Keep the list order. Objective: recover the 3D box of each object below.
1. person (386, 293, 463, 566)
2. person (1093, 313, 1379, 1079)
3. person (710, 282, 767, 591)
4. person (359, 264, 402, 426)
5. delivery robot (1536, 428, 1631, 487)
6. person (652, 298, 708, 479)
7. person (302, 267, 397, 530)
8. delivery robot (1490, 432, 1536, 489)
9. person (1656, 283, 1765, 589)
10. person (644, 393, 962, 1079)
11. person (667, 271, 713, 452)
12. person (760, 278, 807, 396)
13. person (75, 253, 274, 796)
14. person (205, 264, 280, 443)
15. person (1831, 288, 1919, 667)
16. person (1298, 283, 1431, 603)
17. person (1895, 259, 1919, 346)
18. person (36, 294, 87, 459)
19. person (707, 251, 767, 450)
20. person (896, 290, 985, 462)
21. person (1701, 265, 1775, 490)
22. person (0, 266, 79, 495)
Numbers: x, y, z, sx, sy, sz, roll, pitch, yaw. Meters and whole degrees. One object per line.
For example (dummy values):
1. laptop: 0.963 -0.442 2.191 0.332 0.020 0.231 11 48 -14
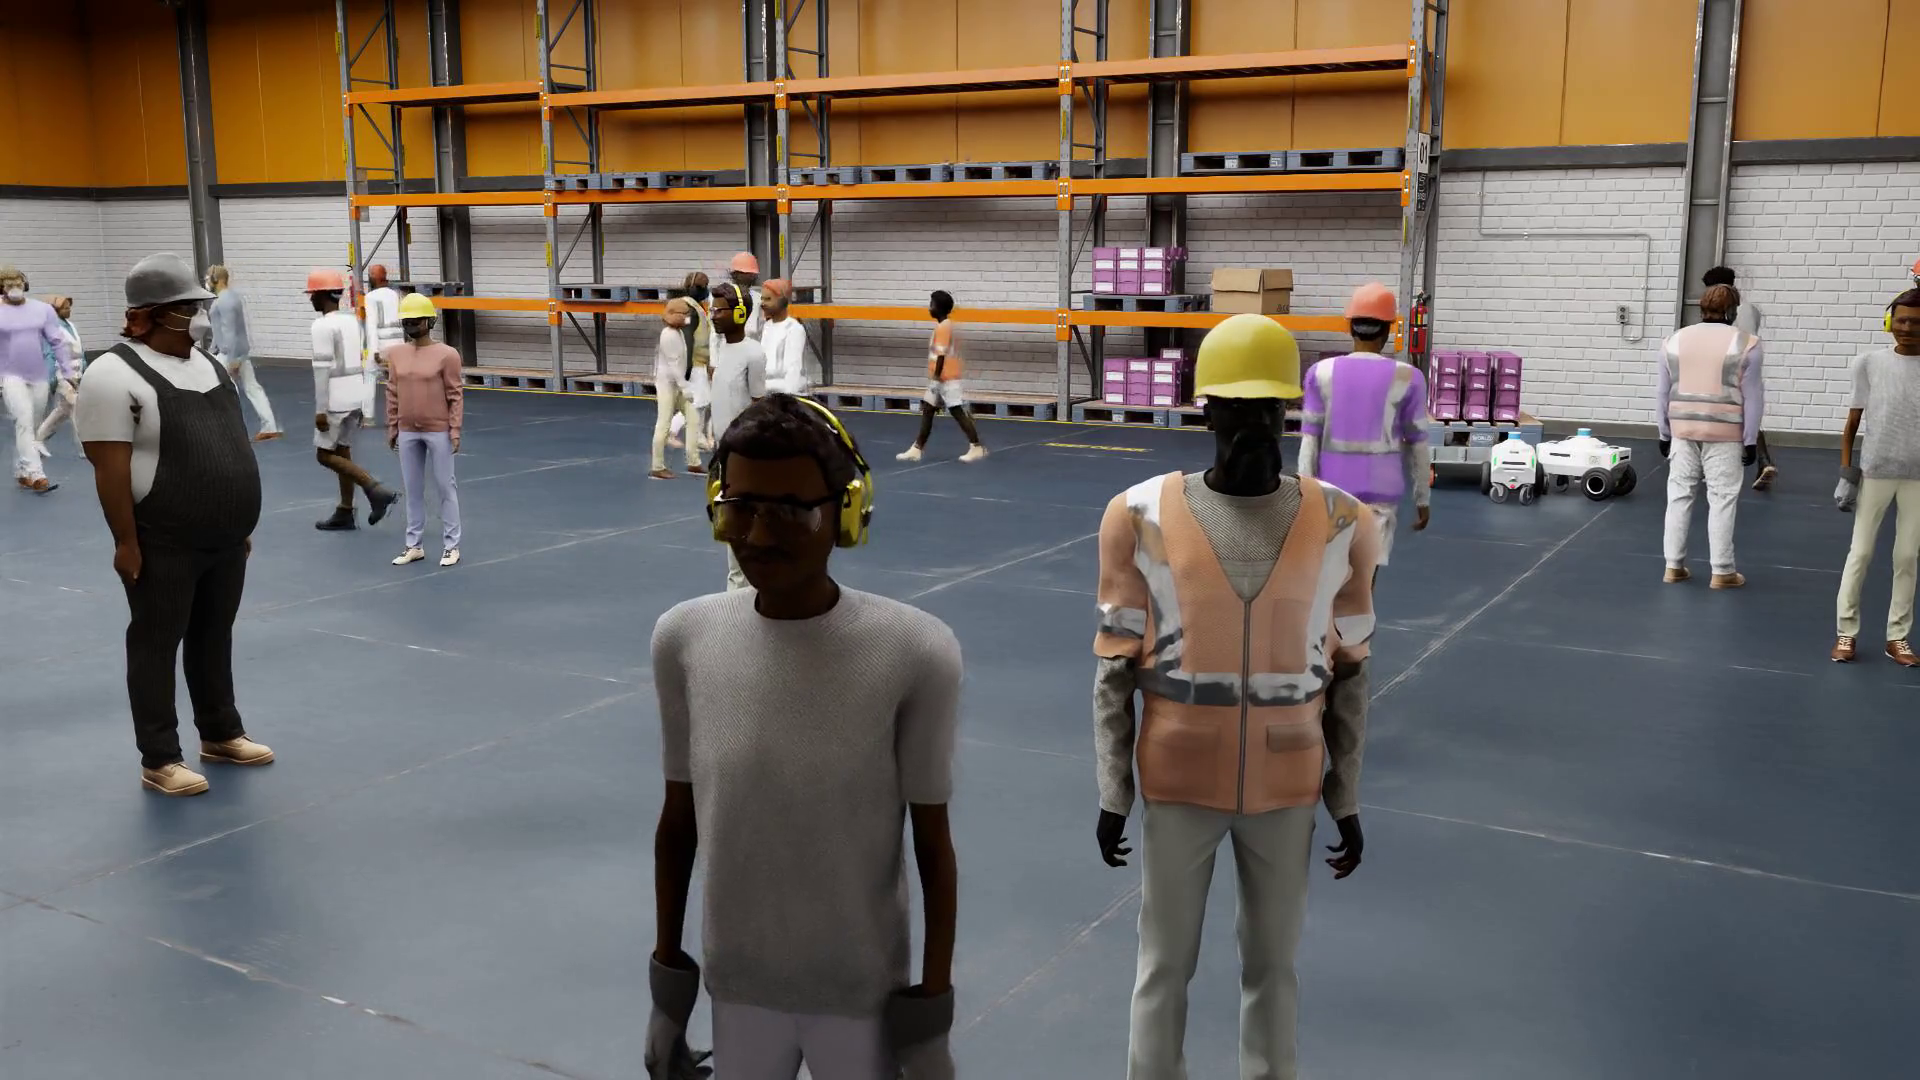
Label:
1. person: -3.469 -0.706 10.772 0.522 1.768 0.312 2 10 10
2. person: 0.571 0.497 3.495 0.587 1.930 0.357 0 10 0
3. person: -1.238 -0.470 9.142 0.329 1.872 0.508 -7 12 -34
4. person: -6.681 -2.222 19.099 0.855 1.849 0.574 5 11 27
5. delivery robot: 5.166 -0.683 13.800 0.707 0.478 0.477 10 14 43
6. person: -2.464 -1.323 14.707 0.663 1.607 0.509 1 10 8
7. person: -4.411 -0.999 11.982 0.589 1.921 0.554 1 10 8
8. delivery robot: 4.510 -0.639 13.554 0.477 0.478 0.707 3 11 17
9. person: 4.559 -0.630 10.127 0.430 1.843 0.625 -9 14 -43
10. person: -0.247 0.698 2.553 0.508 1.863 0.332 3 10 15
11. person: -2.679 -1.762 16.612 0.504 1.825 0.641 -1 10 -6
12. person: -1.348 -1.001 12.258 1.002 1.827 0.605 -7 12 -34
13. person: -2.947 -0.068 6.377 0.538 2.000 0.687 3 10 16
14. person: -7.685 -1.920 17.336 1.079 1.866 0.634 -3 10 -14
15. person: 4.620 -0.302 8.206 0.528 1.865 0.313 3 11 18
16. person: 1.903 -0.238 7.770 0.575 1.885 0.980 4 11 23
17. person: 8.287 -1.460 14.388 0.386 1.992 0.625 5 11 27
18. person: -8.746 -1.585 16.183 0.779 1.610 0.512 -1 10 -5
19. person: -2.153 -1.748 15.956 0.642 2.019 0.681 -7 12 -33
20. person: -0.156 -1.555 15.912 0.857 1.652 0.540 0 10 -1
21. person: 6.637 -1.393 14.256 0.639 1.911 0.961 -3 10 -14
22. person: -7.779 -1.323 13.914 0.977 1.891 0.653 7 12 35
